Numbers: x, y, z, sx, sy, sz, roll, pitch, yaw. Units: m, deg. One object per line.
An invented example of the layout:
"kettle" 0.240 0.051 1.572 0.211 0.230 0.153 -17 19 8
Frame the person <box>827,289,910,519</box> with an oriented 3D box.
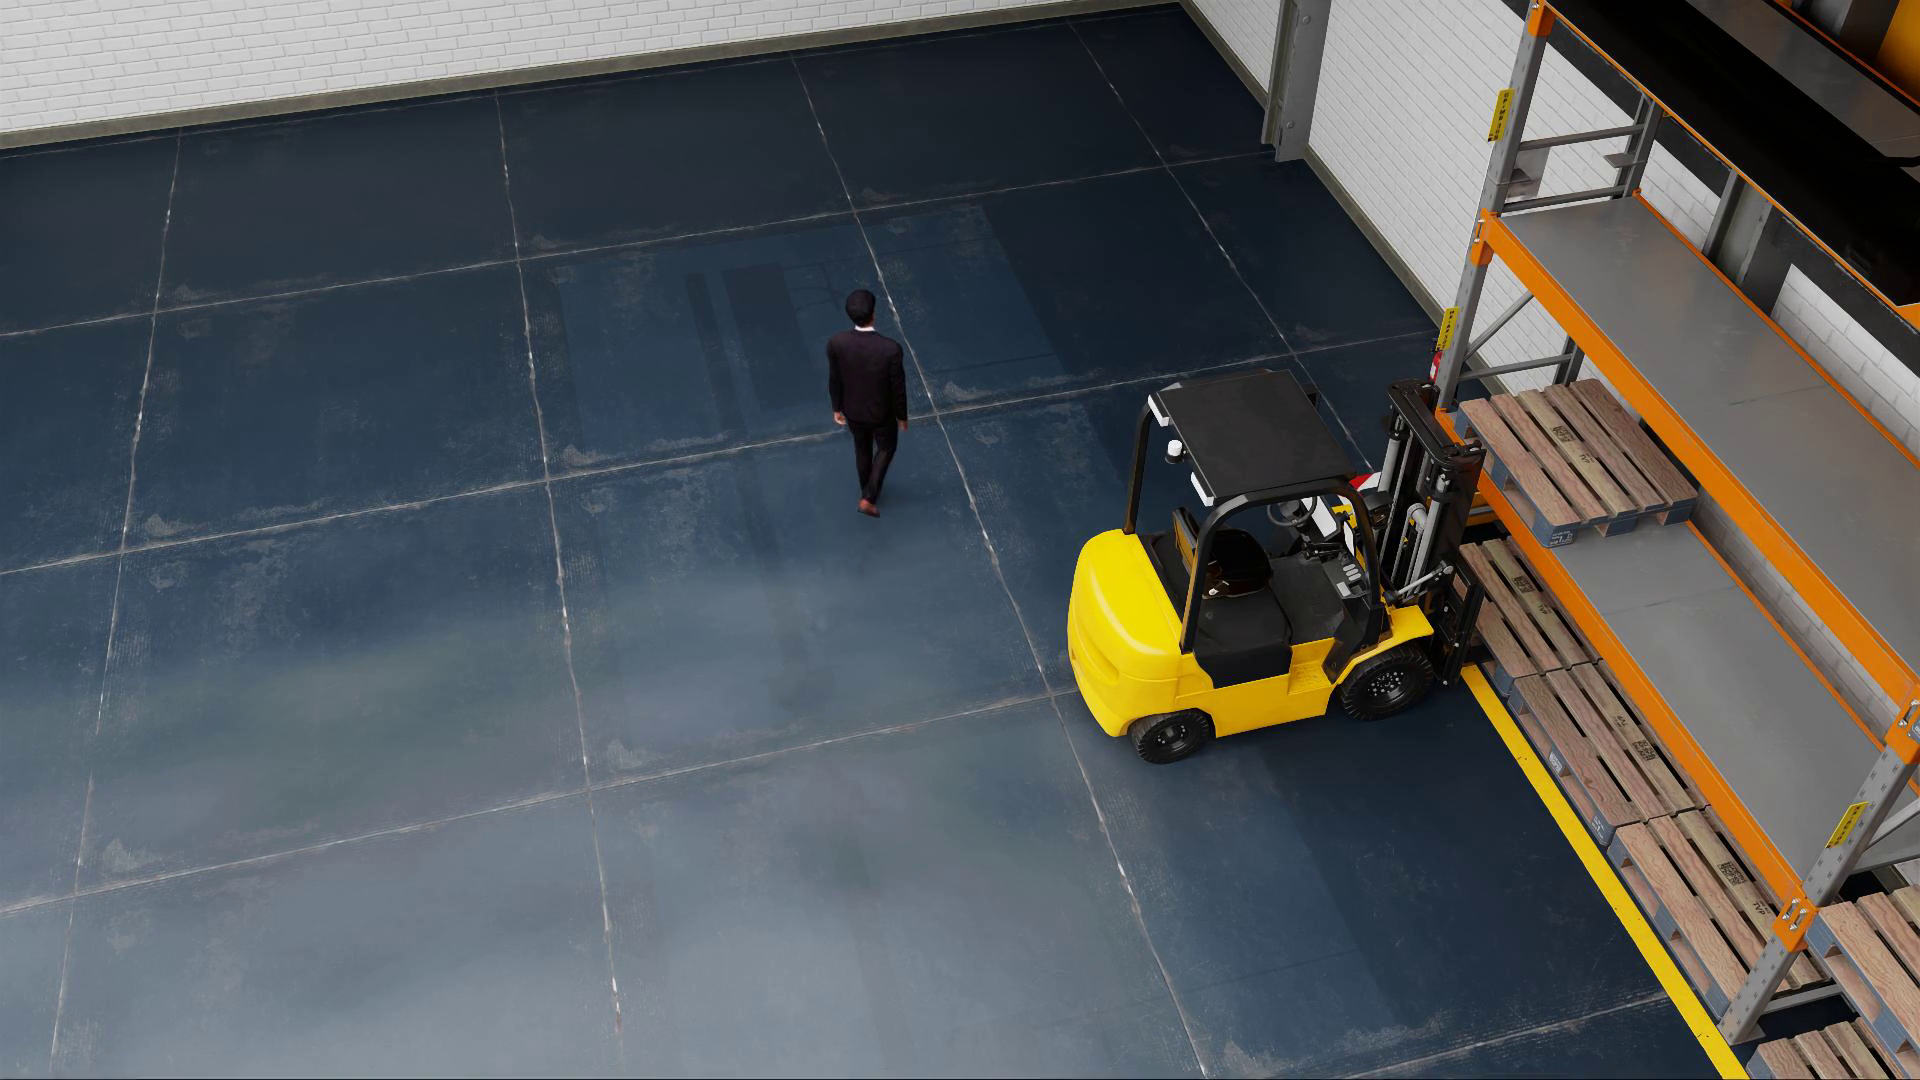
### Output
"person" -0.658 -0.860 11.491 0.919 1.867 0.999 10 44 10
